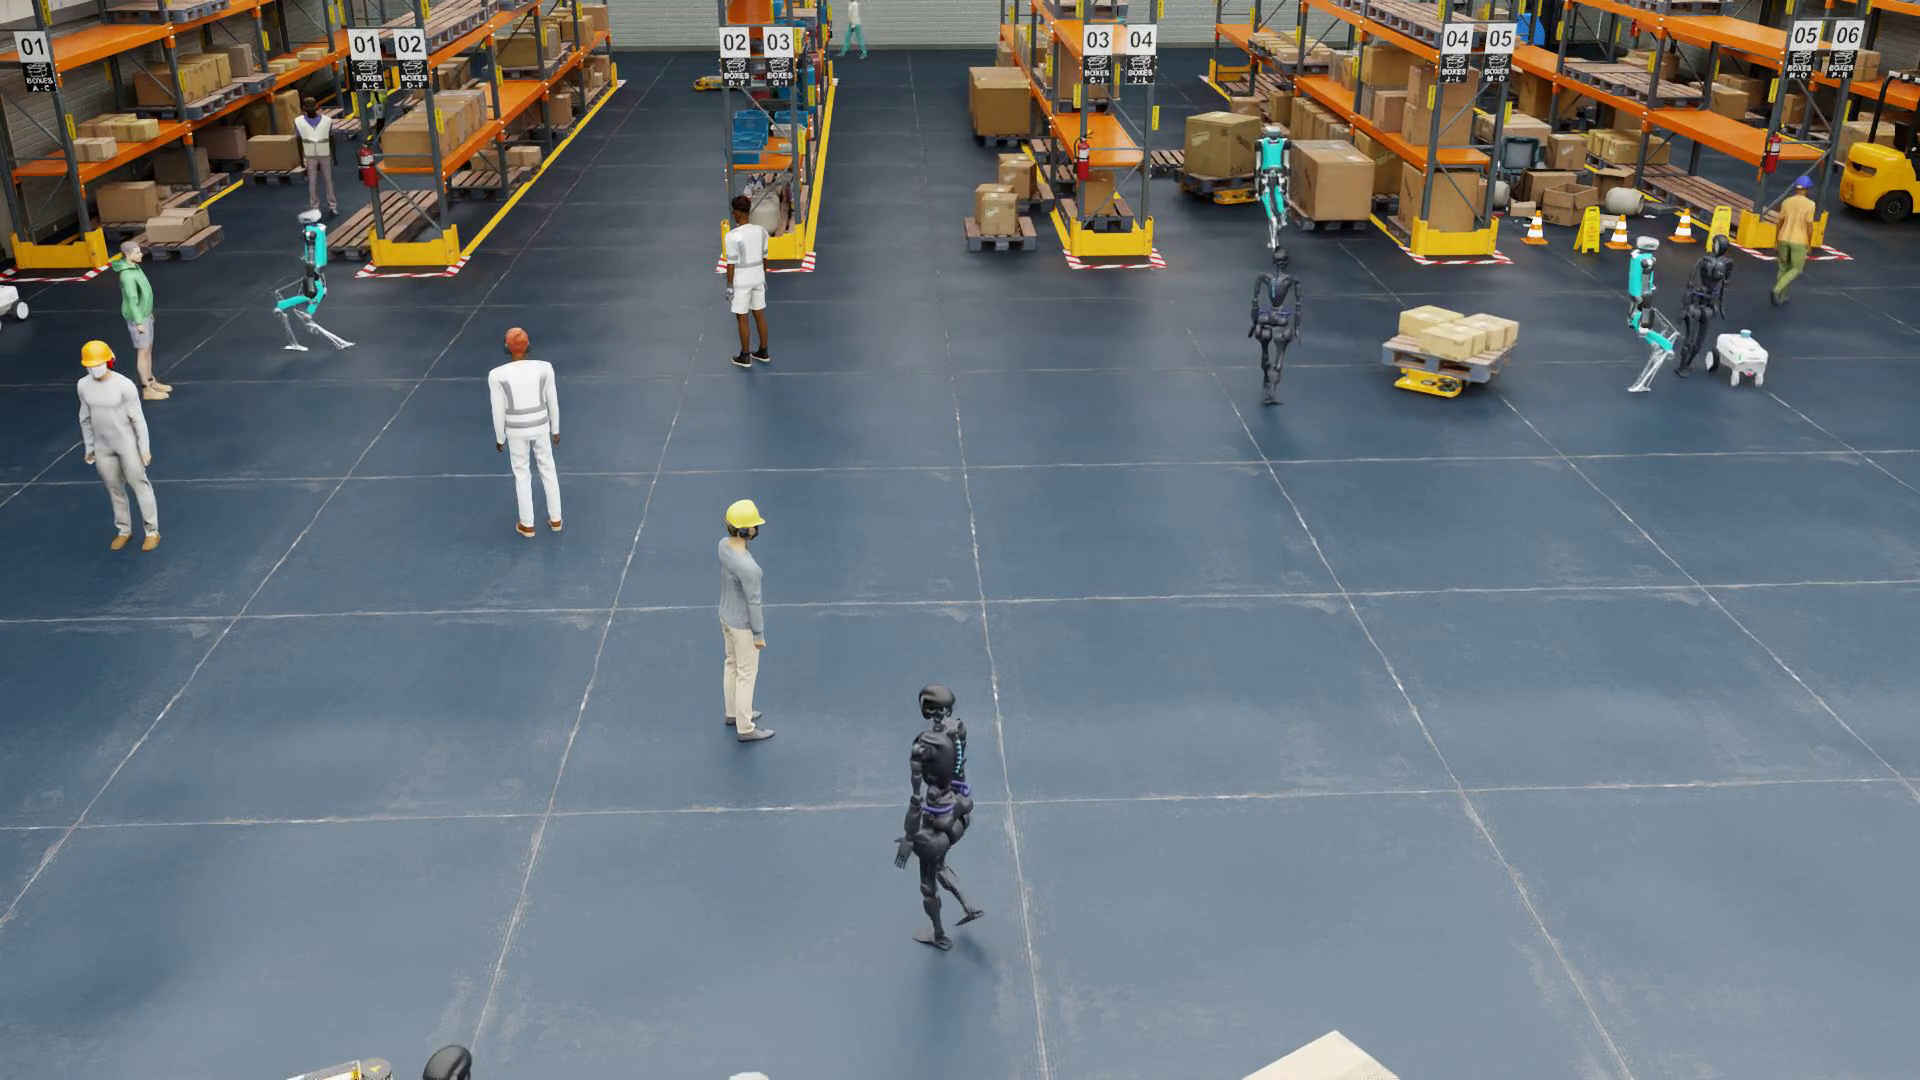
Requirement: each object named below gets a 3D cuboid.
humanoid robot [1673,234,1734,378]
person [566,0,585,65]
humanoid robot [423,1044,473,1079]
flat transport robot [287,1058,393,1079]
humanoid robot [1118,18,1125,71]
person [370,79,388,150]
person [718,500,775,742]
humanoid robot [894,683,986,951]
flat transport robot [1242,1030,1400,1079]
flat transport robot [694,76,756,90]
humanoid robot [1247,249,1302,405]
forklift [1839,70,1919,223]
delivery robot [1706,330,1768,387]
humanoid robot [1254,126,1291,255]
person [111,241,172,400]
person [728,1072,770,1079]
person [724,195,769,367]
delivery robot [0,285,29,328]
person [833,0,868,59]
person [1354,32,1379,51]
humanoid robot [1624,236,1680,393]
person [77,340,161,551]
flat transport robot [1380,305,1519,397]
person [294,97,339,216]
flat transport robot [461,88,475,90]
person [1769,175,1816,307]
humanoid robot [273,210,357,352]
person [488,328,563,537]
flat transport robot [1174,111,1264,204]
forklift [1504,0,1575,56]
[{"bbox_3d":[8.334,-2.645,18.716,0.610,1.646,0.455,-7,25,-15],"label":"humanoid robot"},{"bbox_3d":[-9.498,-12.541,40.711,0.535,1.846,0.521,6,25,13],"label":"person"},{"bbox_3d":[-1.969,2.712,6.634,0.588,1.650,0.349,5,25,12],"label":"humanoid robot"},{"bbox_3d":[-3.411,2.923,7.904,1.431,0.231,0.659,-10,26,-22],"label":"flat transport robot"},{"bbox_3d":[3.813,-11.966,39.617,0.550,1.842,0.758,-14,28,-29],"label":"humanoid robot"},{"bbox_3d":[-10.833,-8.169,31.076,0.322,1.690,0.534,-3,24,-6],"label":"person"},{"bbox_3d":[-1.474,0.544,11.420,0.334,1.756,0.516,-14,28,-28],"label":"person"},{"bbox_3d":[-0.089,1.564,9.235,0.405,1.646,0.610,14,27,28],"label":"humanoid robot"},{"bbox_3d":[1.662,3.205,7.270,1.431,0.231,0.659,-15,28,-31],"label":"flat transport robot"},{"bbox_3d":[-5.305,-10.396,37.832,1.431,0.231,0.659,-2,24,-4],"label":"flat transport robot"},{"bbox_3d":[3.408,-2.335,18.049,0.602,1.624,0.726,12,27,26],"label":"humanoid robot"},{"bbox_3d":[15.132,-6.143,25.915,2.313,2.155,1.214,-1,24,-2],"label":"forklift"},{"bbox_3d":[8.816,-2.078,18.799,0.499,0.601,0.783,1,24,3],"label":"delivery robot"},{"bbox_3d":[4.530,-4.973,23.886,0.550,1.799,0.914,-1,24,-3],"label":"humanoid robot"},{"bbox_3d":[-8.884,-2.382,18.023,0.319,1.736,0.476,-6,25,-14],"label":"person"},{"bbox_3d":[-0.831,2.817,6.190,0.401,1.857,0.601,1,24,3],"label":"person"},{"bbox_3d":[-2.442,-2.970,19.079,0.379,1.958,0.596,19,30,37],"label":"person"},{"bbox_3d":[-12.039,-2.928,20.693,0.524,0.589,0.761,4,24,8],"label":"delivery robot"},{"bbox_3d":[-2.745,-12.953,41.785,0.912,1.719,0.539,-9,26,-20],"label":"person"},{"bbox_3d":[10.261,-12.857,41.495,0.642,1.784,0.603,-3,24,-7],"label":"person"},{"bbox_3d":[7.544,-2.418,18.047,0.704,1.756,0.530,2,24,4],"label":"humanoid robot"},{"bbox_3d":[-7.260,-0.814,14.316,0.569,1.889,0.388,1,24,3],"label":"person"},{"bbox_3d":[5.500,-1.928,18.805,0.659,0.231,1.431,16,29,32],"label":"flat transport robot"},{"bbox_3d":[-10.027,-5.985,25.981,0.563,1.846,0.397,-11,26,-22],"label":"person"},{"bbox_3d":[-10.560,-9.535,35.896,0.659,0.231,1.431,0,24,-1],"label":"flat transport robot"},{"bbox_3d":[10.632,-3.813,21.272,0.629,1.699,0.457,-16,29,-32],"label":"person"},{"bbox_3d":[-7.655,-2.949,19.319,1.038,1.737,0.549,-2,24,-4],"label":"humanoid robot"},{"bbox_3d":[-3.799,-0.942,14.606,0.573,1.881,0.357,-11,26,-24],"label":"person"},{"bbox_3d":[4.281,-5.787,27.475,0.659,0.231,1.431,-9,26,-19],"label":"flat transport robot"},{"bbox_3d":[14.700,-13.805,42.301,1.873,2.768,1.129,-1,24,-2],"label":"forklift"}]
